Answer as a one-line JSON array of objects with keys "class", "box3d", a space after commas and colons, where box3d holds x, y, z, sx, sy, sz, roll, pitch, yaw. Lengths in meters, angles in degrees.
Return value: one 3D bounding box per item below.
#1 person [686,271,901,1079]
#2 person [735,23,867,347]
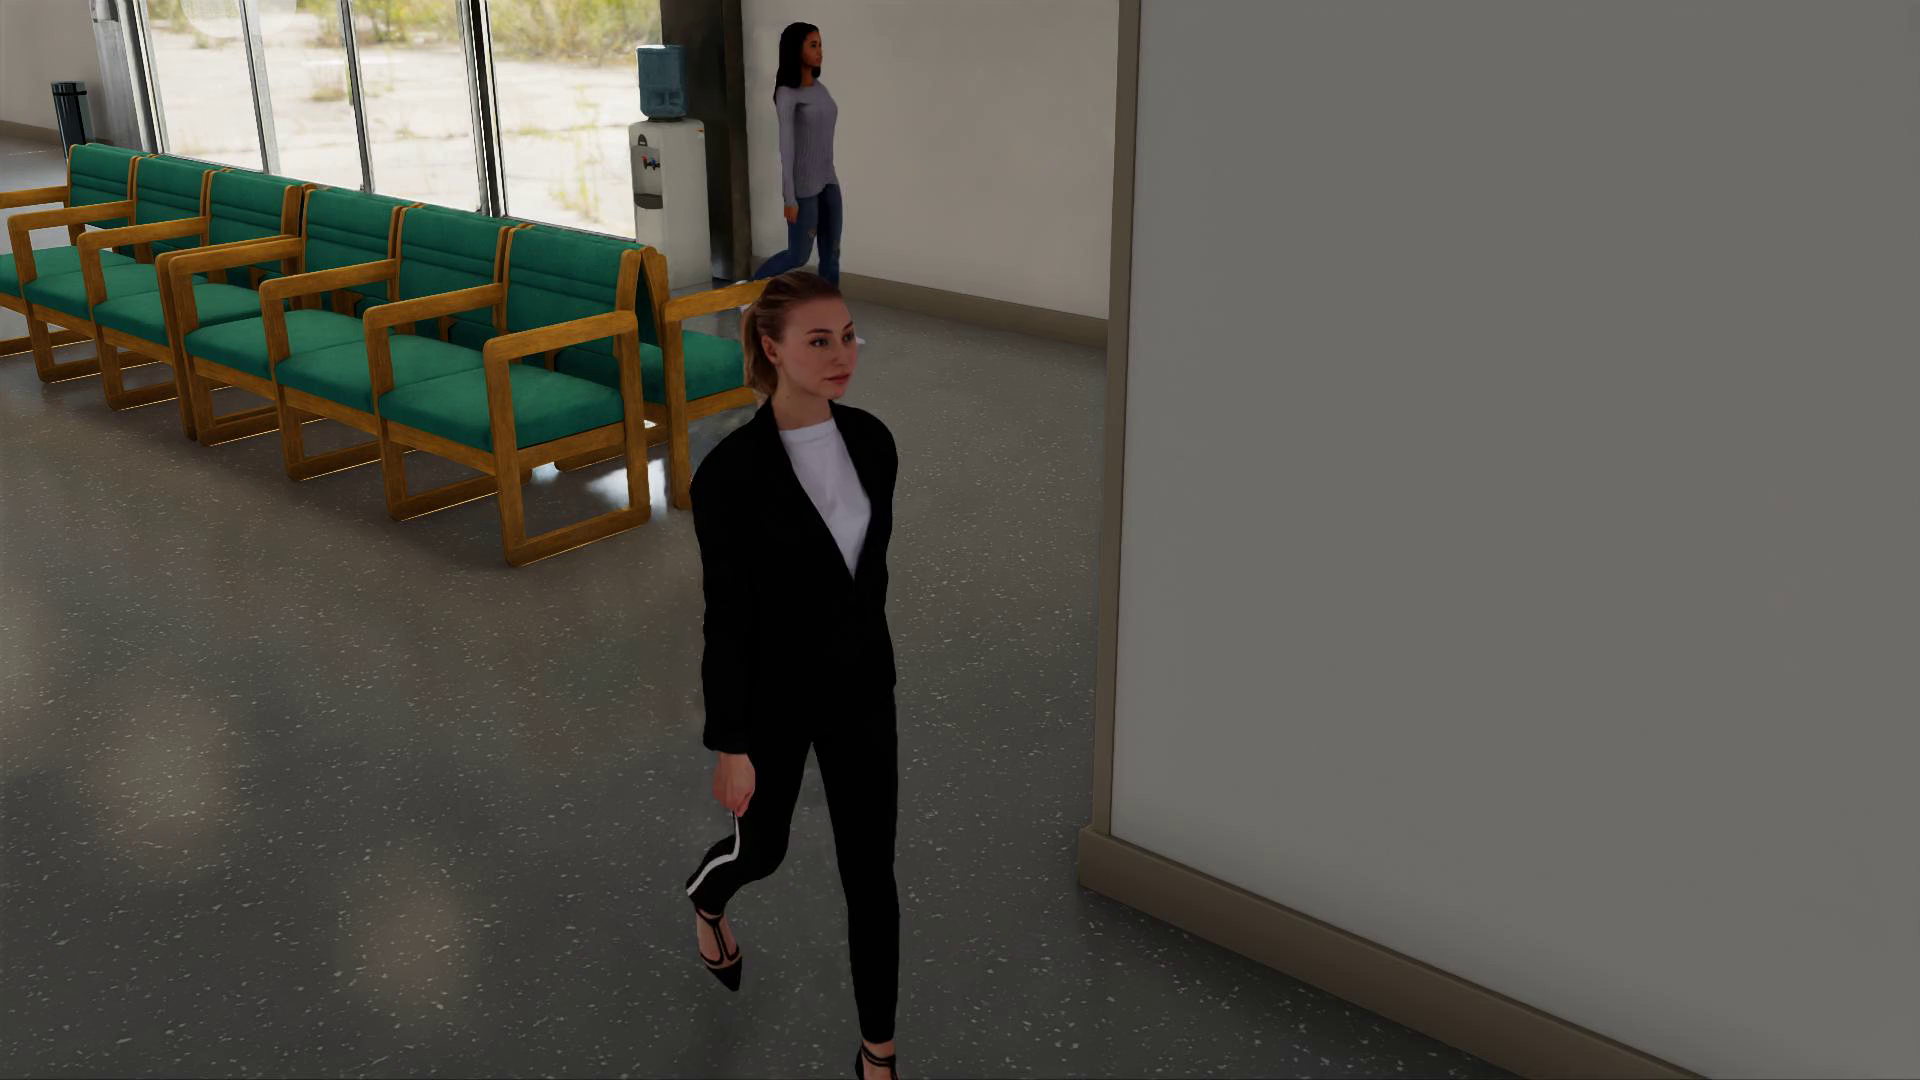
[{"class": "person", "box3d": [-0.355, 0.321, 3.230, 1.056, 1.678, 0.826, -16, 26, -36]}, {"class": "person", "box3d": [-0.901, -1.897, 9.034, 0.838, 1.713, 1.024, 10, 23, 24]}]
